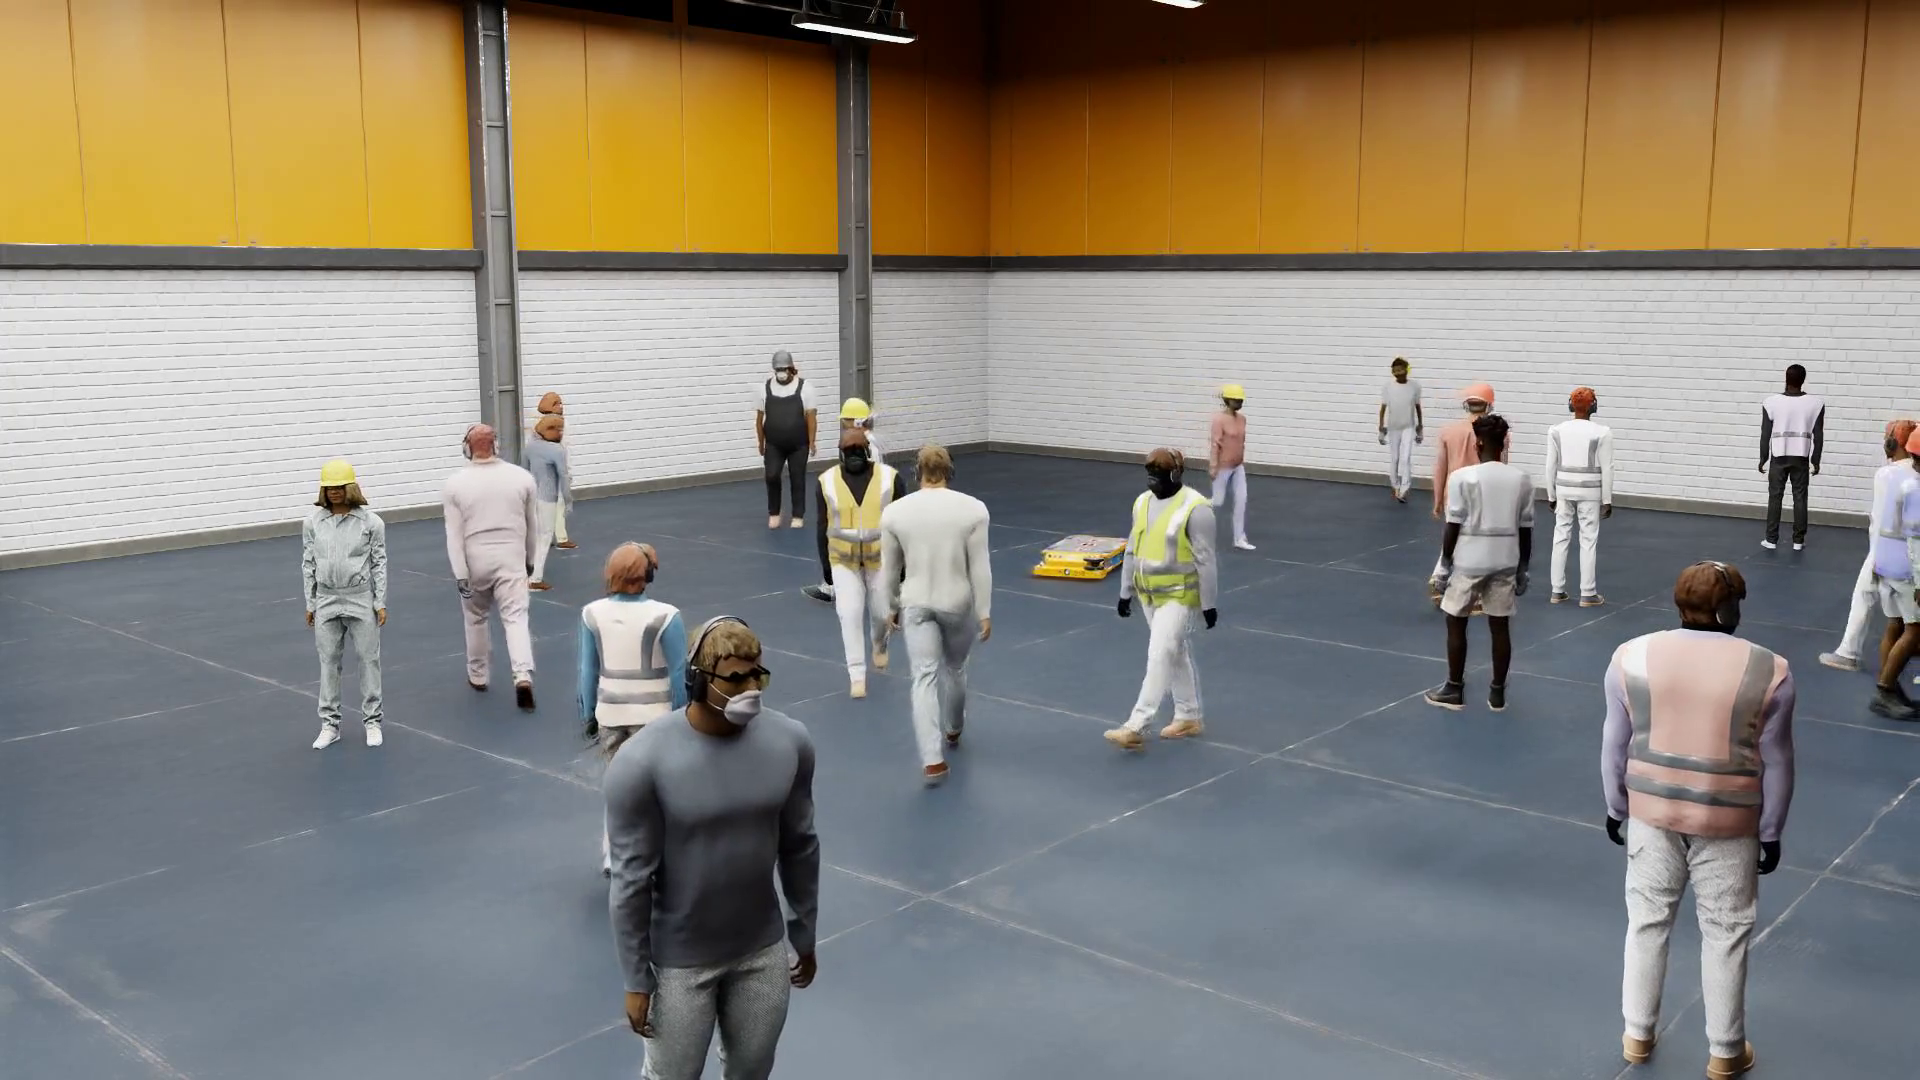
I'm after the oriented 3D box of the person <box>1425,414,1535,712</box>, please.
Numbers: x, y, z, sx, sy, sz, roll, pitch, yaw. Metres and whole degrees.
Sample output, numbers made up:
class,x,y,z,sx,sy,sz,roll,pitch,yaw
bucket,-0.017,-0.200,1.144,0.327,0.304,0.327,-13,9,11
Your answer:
class,x,y,z,sx,sy,sz,roll,pitch,yaw
person,3.388,0.157,10.806,0.644,1.950,0.446,-2,9,-13

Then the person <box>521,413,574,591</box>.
class,x,y,z,sx,sy,sz,roll,pitch,yaw
person,-3.732,-0.337,14.936,0.518,1.598,0.456,6,11,34

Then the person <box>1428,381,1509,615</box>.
class,x,y,z,sx,sy,sz,roll,pitch,yaw
person,4.186,-0.329,13.769,0.613,1.971,0.711,8,12,42

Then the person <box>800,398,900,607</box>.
class,x,y,z,sx,sy,sz,roll,pitch,yaw
person,-0.923,-0.316,14.245,0.925,1.781,0.617,-2,9,-10

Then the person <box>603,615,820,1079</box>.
class,x,y,z,sx,sy,sz,roll,pitch,yaw
person,-0.674,1.148,4.643,0.641,1.927,0.396,-6,11,-35

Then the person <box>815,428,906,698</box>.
class,x,y,z,sx,sy,sz,roll,pitch,yaw
person,-0.670,0.128,11.370,0.635,1.815,0.714,-1,9,-4

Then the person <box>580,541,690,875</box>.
class,x,y,z,sx,sy,sz,roll,pitch,yaw
person,-1.473,0.817,7.604,0.512,1.627,0.420,3,10,19

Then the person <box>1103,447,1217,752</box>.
class,x,y,z,sx,sy,sz,roll,pitch,yaw
person,1.143,0.354,9.956,0.914,1.805,0.657,-6,11,-32

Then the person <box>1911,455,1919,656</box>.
class,x,y,z,sx,sy,sz,roll,pitch,yaw
person,7.358,-0.065,12.409,0.963,1.857,0.679,-3,10,-19

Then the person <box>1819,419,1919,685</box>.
class,x,y,z,sx,sy,sz,roll,pitch,yaw
person,6.591,0.076,11.617,0.594,1.846,0.978,-4,10,-23

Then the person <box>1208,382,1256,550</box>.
class,x,y,z,sx,sy,sz,roll,pitch,yaw
person,2.739,-0.780,17.309,0.531,1.746,0.739,-8,12,-41

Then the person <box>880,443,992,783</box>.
class,x,y,z,sx,sy,sz,roll,pitch,yaw
person,-0.135,0.382,9.569,0.637,1.870,1.063,0,9,1

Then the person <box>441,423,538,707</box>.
class,x,y,z,sx,sy,sz,roll,pitch,yaw
person,-3.093,0.158,11.049,0.632,1.861,0.993,-4,10,-23

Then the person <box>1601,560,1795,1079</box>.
class,x,y,z,sx,sy,sz,roll,pitch,yaw
person,2.604,0.985,5.908,0.624,1.841,0.430,6,11,34

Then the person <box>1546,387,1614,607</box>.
class,x,y,z,sx,sy,sz,roll,pitch,yaw
person,5.316,-0.368,14.277,0.575,1.880,0.355,8,12,40

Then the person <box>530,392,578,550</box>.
class,x,y,z,sx,sy,sz,roll,pitch,yaw
person,-4.225,-0.716,17.229,0.501,1.632,0.280,5,10,28

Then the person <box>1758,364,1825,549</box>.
class,x,y,z,sx,sy,sz,roll,pitch,yaw
person,8.591,-0.856,17.205,0.596,1.921,0.386,3,10,19

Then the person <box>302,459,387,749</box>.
class,x,y,z,sx,sy,sz,roll,pitch,yaw
person,-3.685,0.384,9.975,0.484,1.744,0.296,-1,9,-8

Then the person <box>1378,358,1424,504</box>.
class,x,y,z,sx,sy,sz,roll,pitch,yaw
person,5.517,-1.364,20.751,0.556,1.813,0.996,3,9,16

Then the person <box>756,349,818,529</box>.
class,x,y,z,sx,sy,sz,roll,pitch,yaw
person,-1.931,-1.126,18.530,0.700,2.000,0.584,0,9,0

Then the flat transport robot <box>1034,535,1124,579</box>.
class,x,y,z,sx,sy,sz,roll,pitch,yaw
flat transport robot,1.223,0.150,16.057,0.652,0.197,1.431,3,10,19

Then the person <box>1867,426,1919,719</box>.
class,x,y,z,sx,sy,sz,roll,pitch,yaw
person,6.061,0.203,10.651,0.418,1.900,0.590,2,9,14
